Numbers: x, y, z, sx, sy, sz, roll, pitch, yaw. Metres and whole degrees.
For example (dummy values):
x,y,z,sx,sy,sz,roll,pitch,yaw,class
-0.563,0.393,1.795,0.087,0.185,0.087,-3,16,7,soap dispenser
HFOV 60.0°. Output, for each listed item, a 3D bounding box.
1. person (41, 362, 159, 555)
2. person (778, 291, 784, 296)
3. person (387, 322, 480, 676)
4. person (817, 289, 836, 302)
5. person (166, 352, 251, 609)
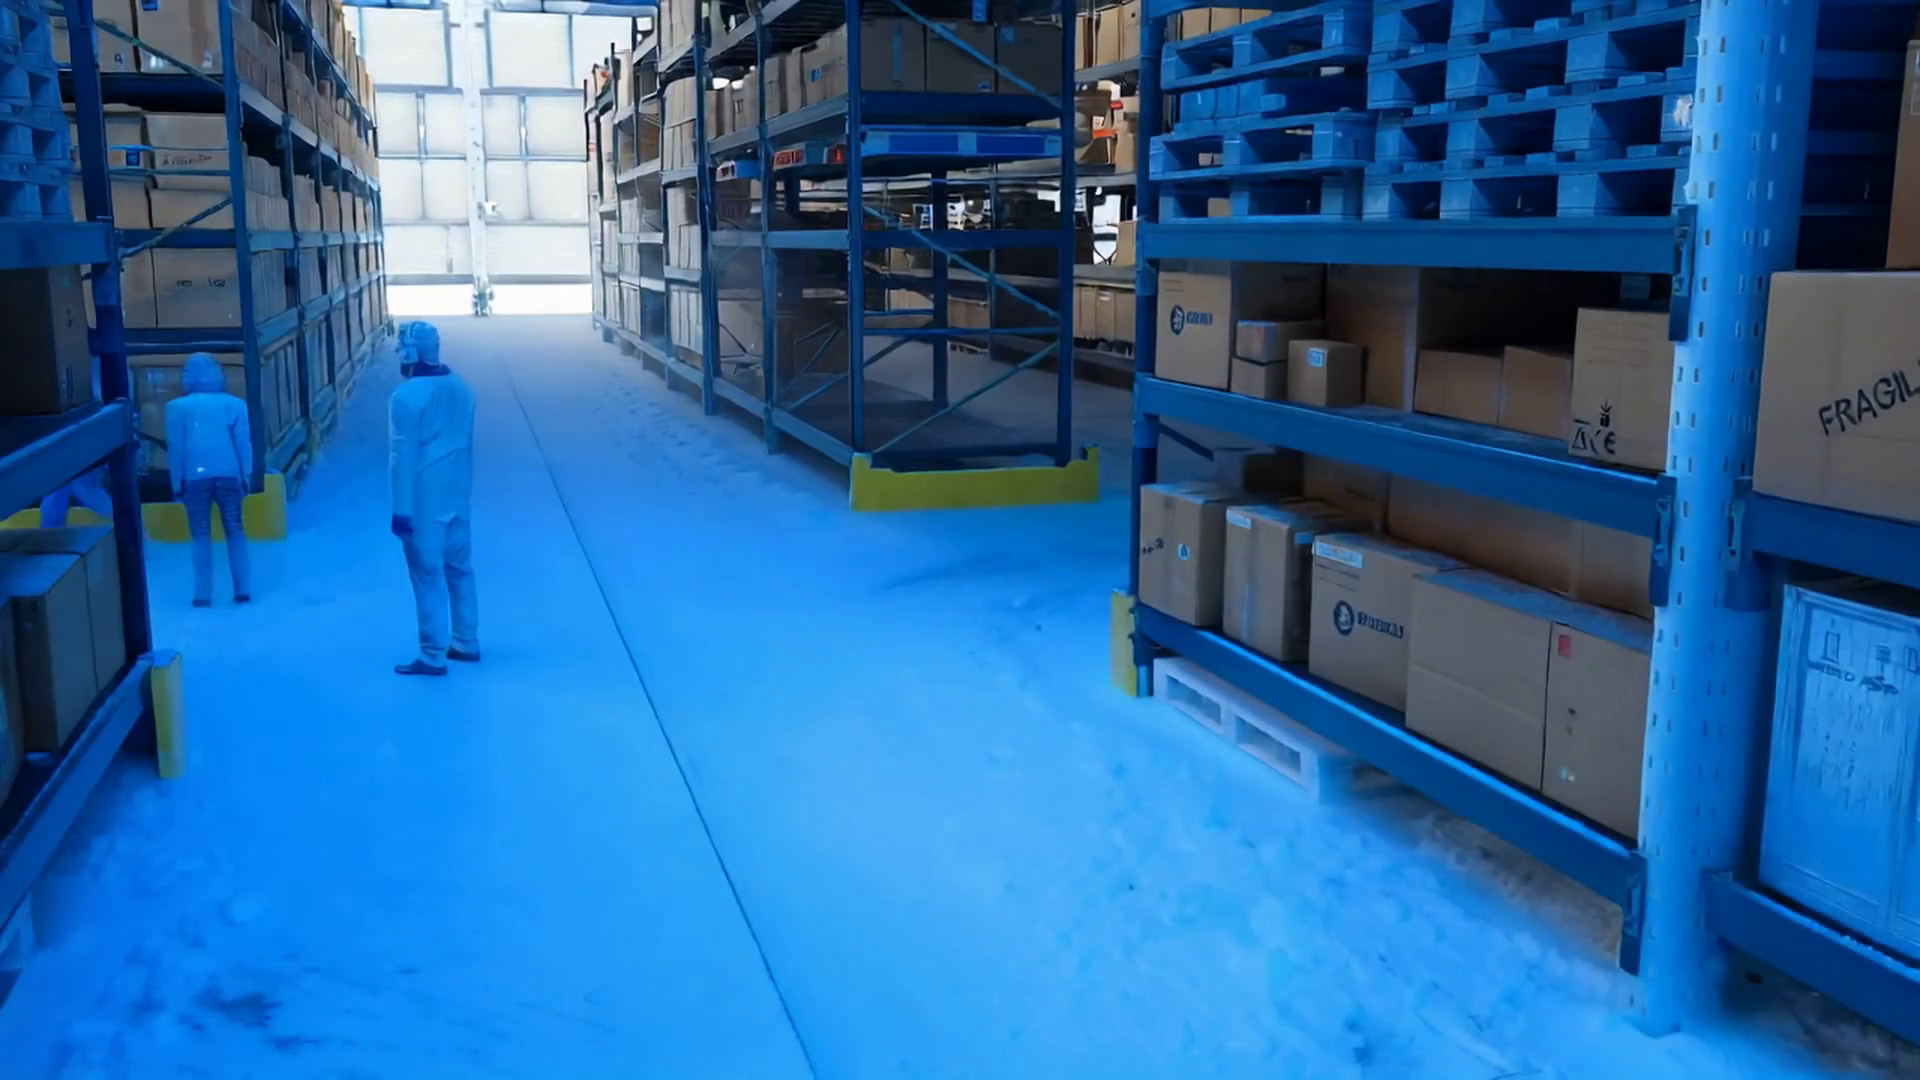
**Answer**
x,y,z,sx,sy,sz,roll,pitch,yaw,class
-6.224,-0.678,11.766,0.934,1.805,0.627,-3,11,-15,person
-5.073,-7.105,47.128,0.454,1.737,0.588,1,10,6,person
-2.871,-0.220,8.983,0.400,1.899,0.649,3,11,16,person
-2.639,-4.585,32.634,0.396,1.992,0.622,-4,11,-21,person
-4.751,-0.374,10.568,0.493,1.624,0.280,-9,14,-41,person
